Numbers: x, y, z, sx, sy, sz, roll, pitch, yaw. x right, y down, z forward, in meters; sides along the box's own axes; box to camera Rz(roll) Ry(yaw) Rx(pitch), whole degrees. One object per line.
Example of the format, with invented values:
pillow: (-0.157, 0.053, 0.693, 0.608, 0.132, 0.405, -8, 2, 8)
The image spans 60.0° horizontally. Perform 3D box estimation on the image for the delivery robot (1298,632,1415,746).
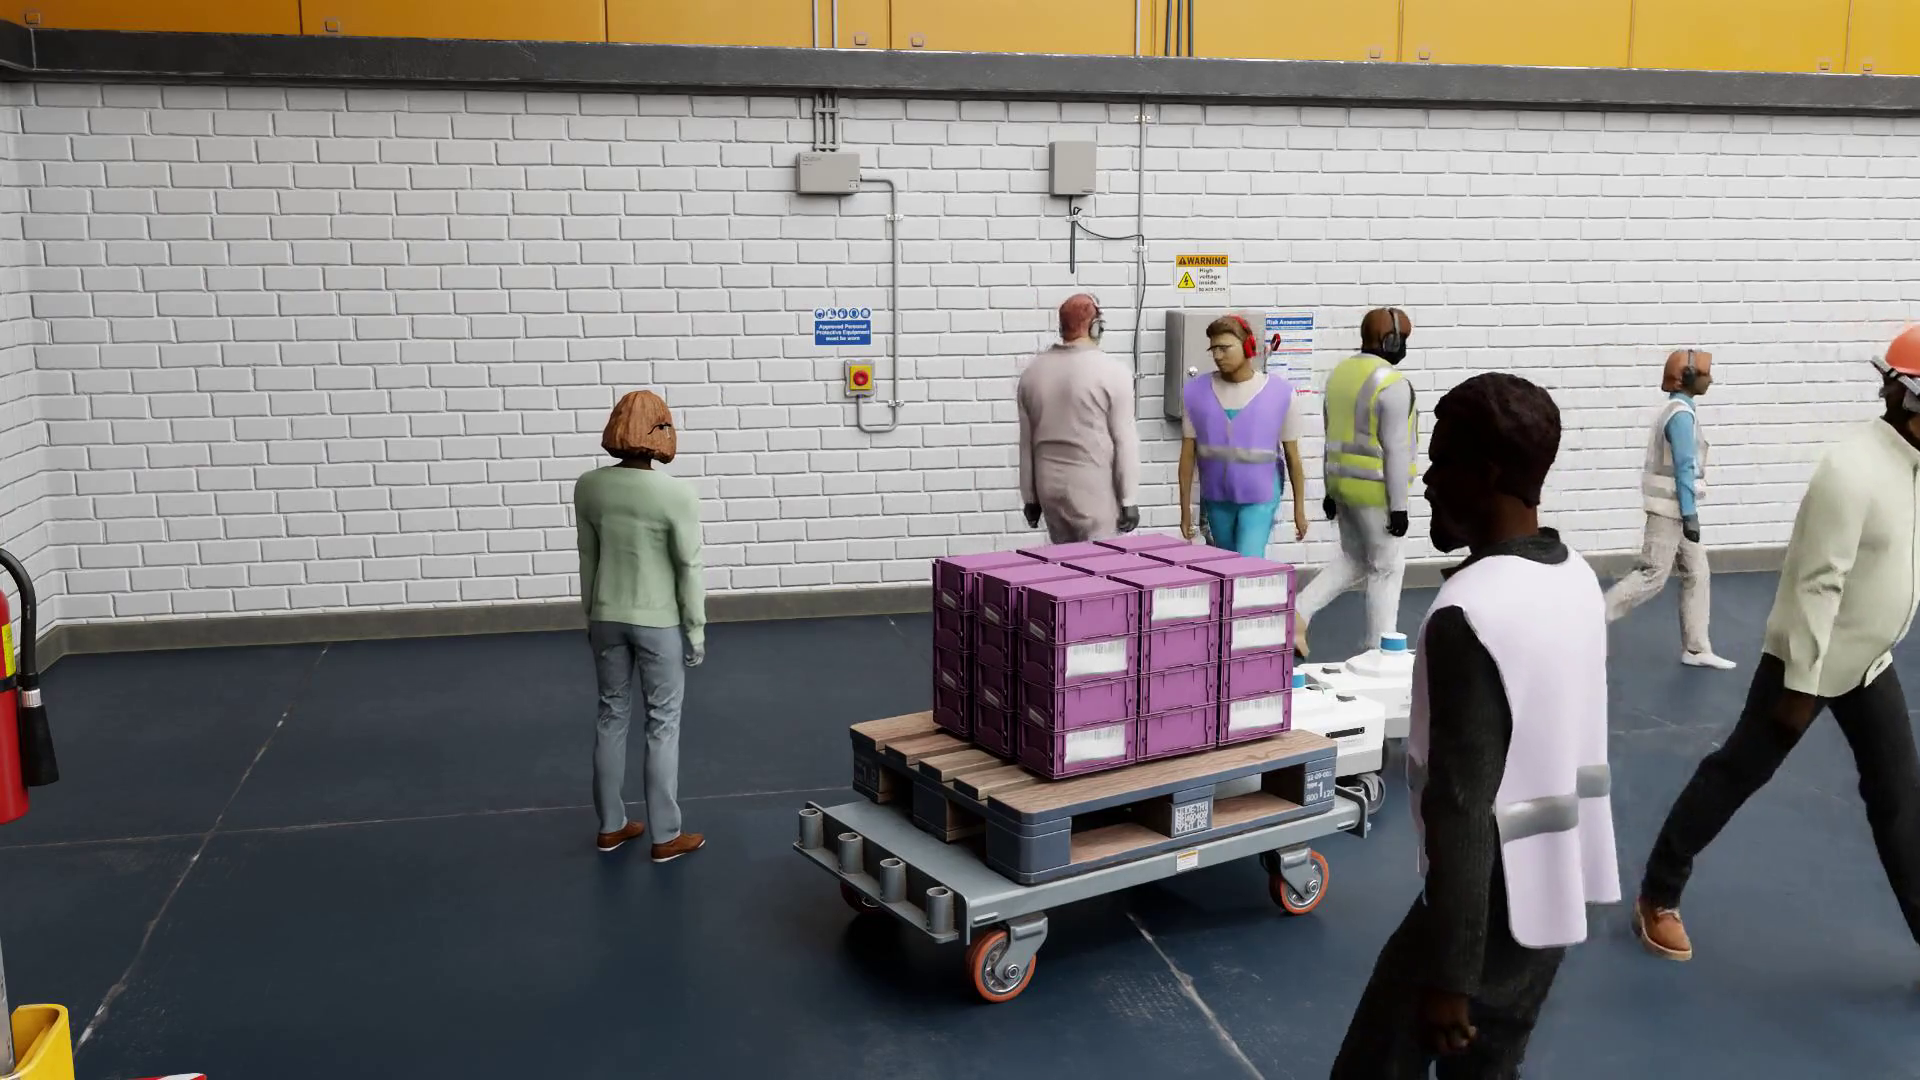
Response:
delivery robot: (1.733, 0.615, 6.680, 0.707, 0.478, 0.477, -2, 10, -9)

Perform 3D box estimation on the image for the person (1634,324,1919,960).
person: (2.492, 0.342, 4.720, 0.689, 1.916, 1.096, -8, 13, -39)

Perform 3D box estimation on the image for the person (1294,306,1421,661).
person: (1.931, -0.223, 8.091, 0.644, 1.819, 0.625, -3, 11, -16)

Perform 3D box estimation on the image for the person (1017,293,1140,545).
person: (0.535, -0.228, 7.911, 0.652, 1.883, 0.635, 9, 14, 42)

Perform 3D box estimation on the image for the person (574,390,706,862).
person: (-1.098, 0.297, 5.743, 0.493, 1.624, 0.280, 4, 11, 21)

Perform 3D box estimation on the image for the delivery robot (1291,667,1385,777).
delivery robot: (1.216, 0.714, 6.134, 0.707, 0.478, 0.477, -5, 11, -27)

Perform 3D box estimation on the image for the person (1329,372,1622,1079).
person: (0.940, 0.650, 3.013, 0.457, 1.899, 0.614, 8, 13, 37)

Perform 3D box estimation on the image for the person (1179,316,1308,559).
person: (1.374, -0.189, 8.032, 0.601, 1.794, 0.914, 5, 11, 27)

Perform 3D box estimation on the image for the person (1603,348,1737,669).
person: (3.464, -0.149, 8.249, 0.762, 1.608, 0.519, 4, 11, 23)
